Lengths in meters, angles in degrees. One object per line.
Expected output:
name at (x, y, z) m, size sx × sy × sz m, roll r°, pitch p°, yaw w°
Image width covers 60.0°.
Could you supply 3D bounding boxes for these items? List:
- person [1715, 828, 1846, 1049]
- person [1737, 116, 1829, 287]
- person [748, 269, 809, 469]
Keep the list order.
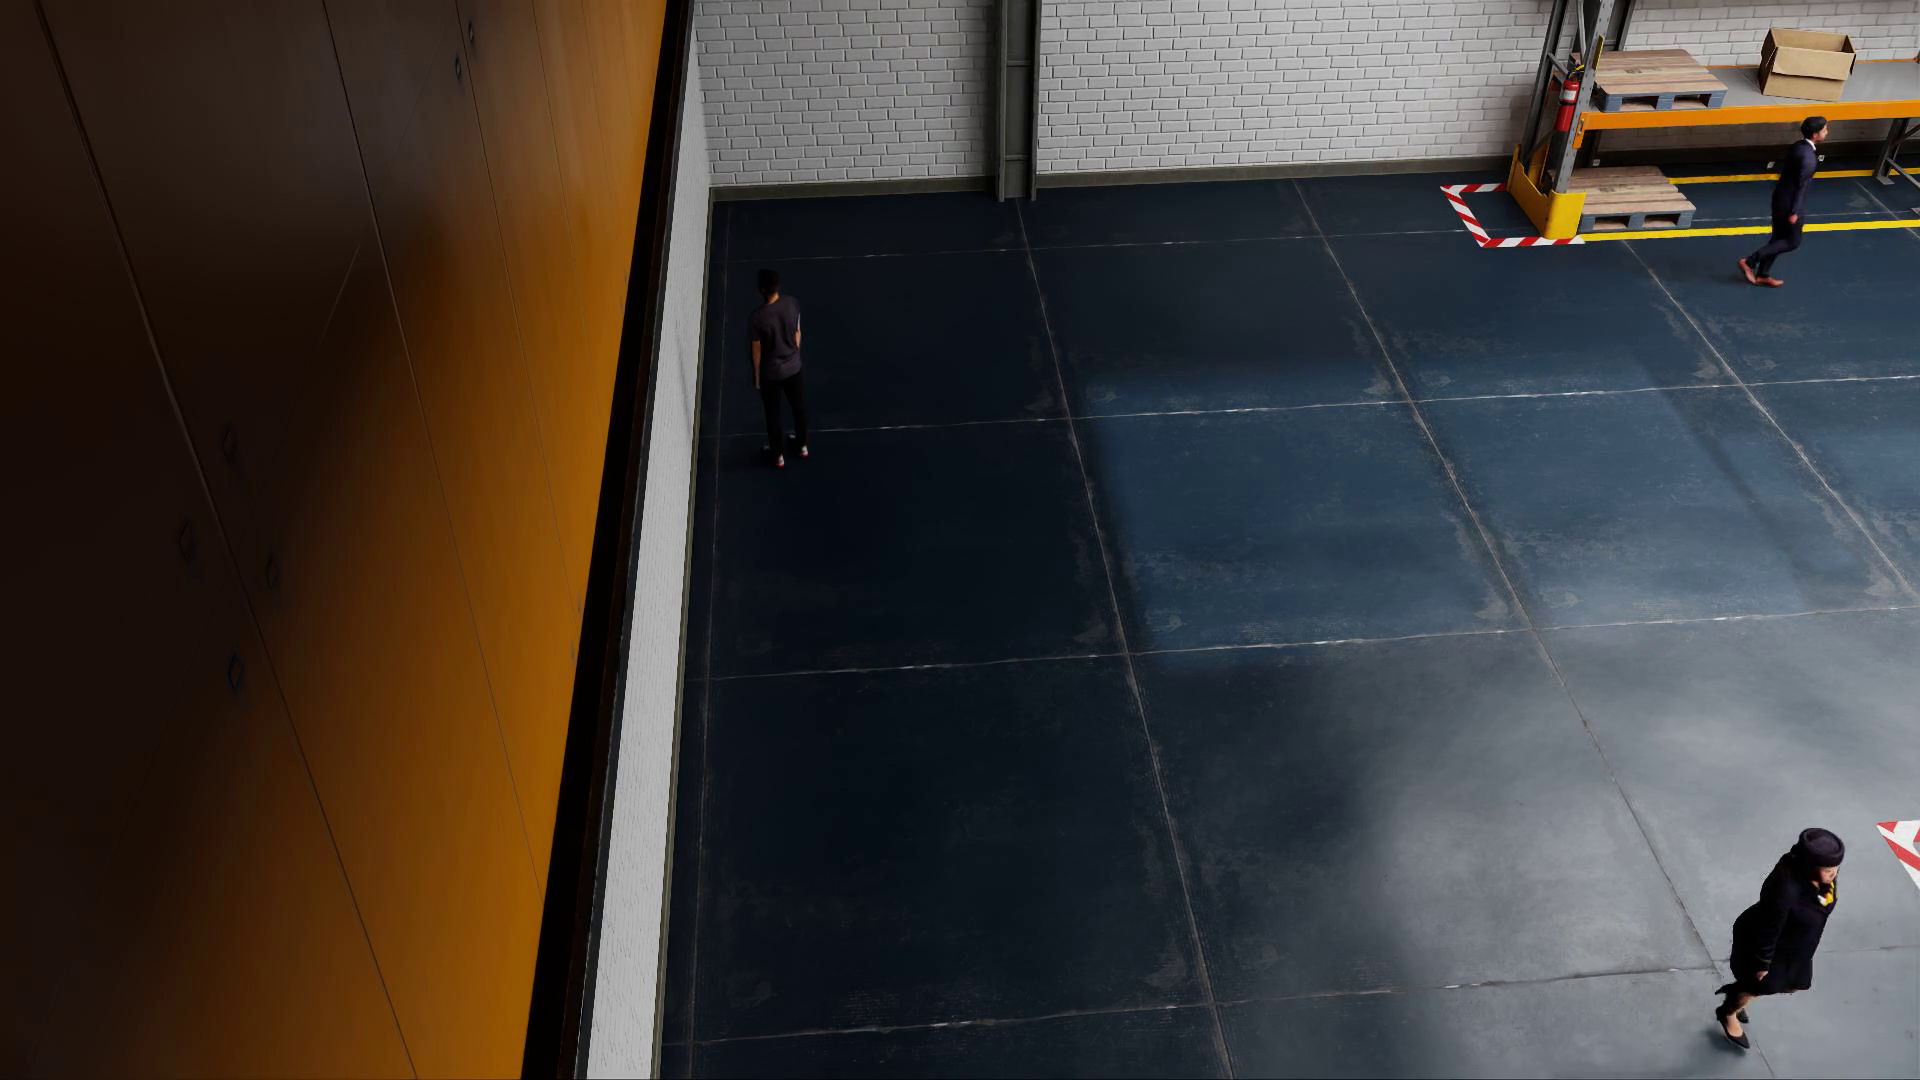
person at (4.355, 2.111, 8.998) m, size 0.761 × 1.662 × 0.879 m, roll -21°, pitch 43°, yaw -24°
person at (7.645, -3.139, 15.529) m, size 0.795 × 1.717 × 0.747 m, roll 6°, pitch 39°, yaw 8°
person at (-1.442, -1.369, 13.274) m, size 0.676 × 1.764 × 0.778 m, roll -25°, pitch 45°, yaw -28°
